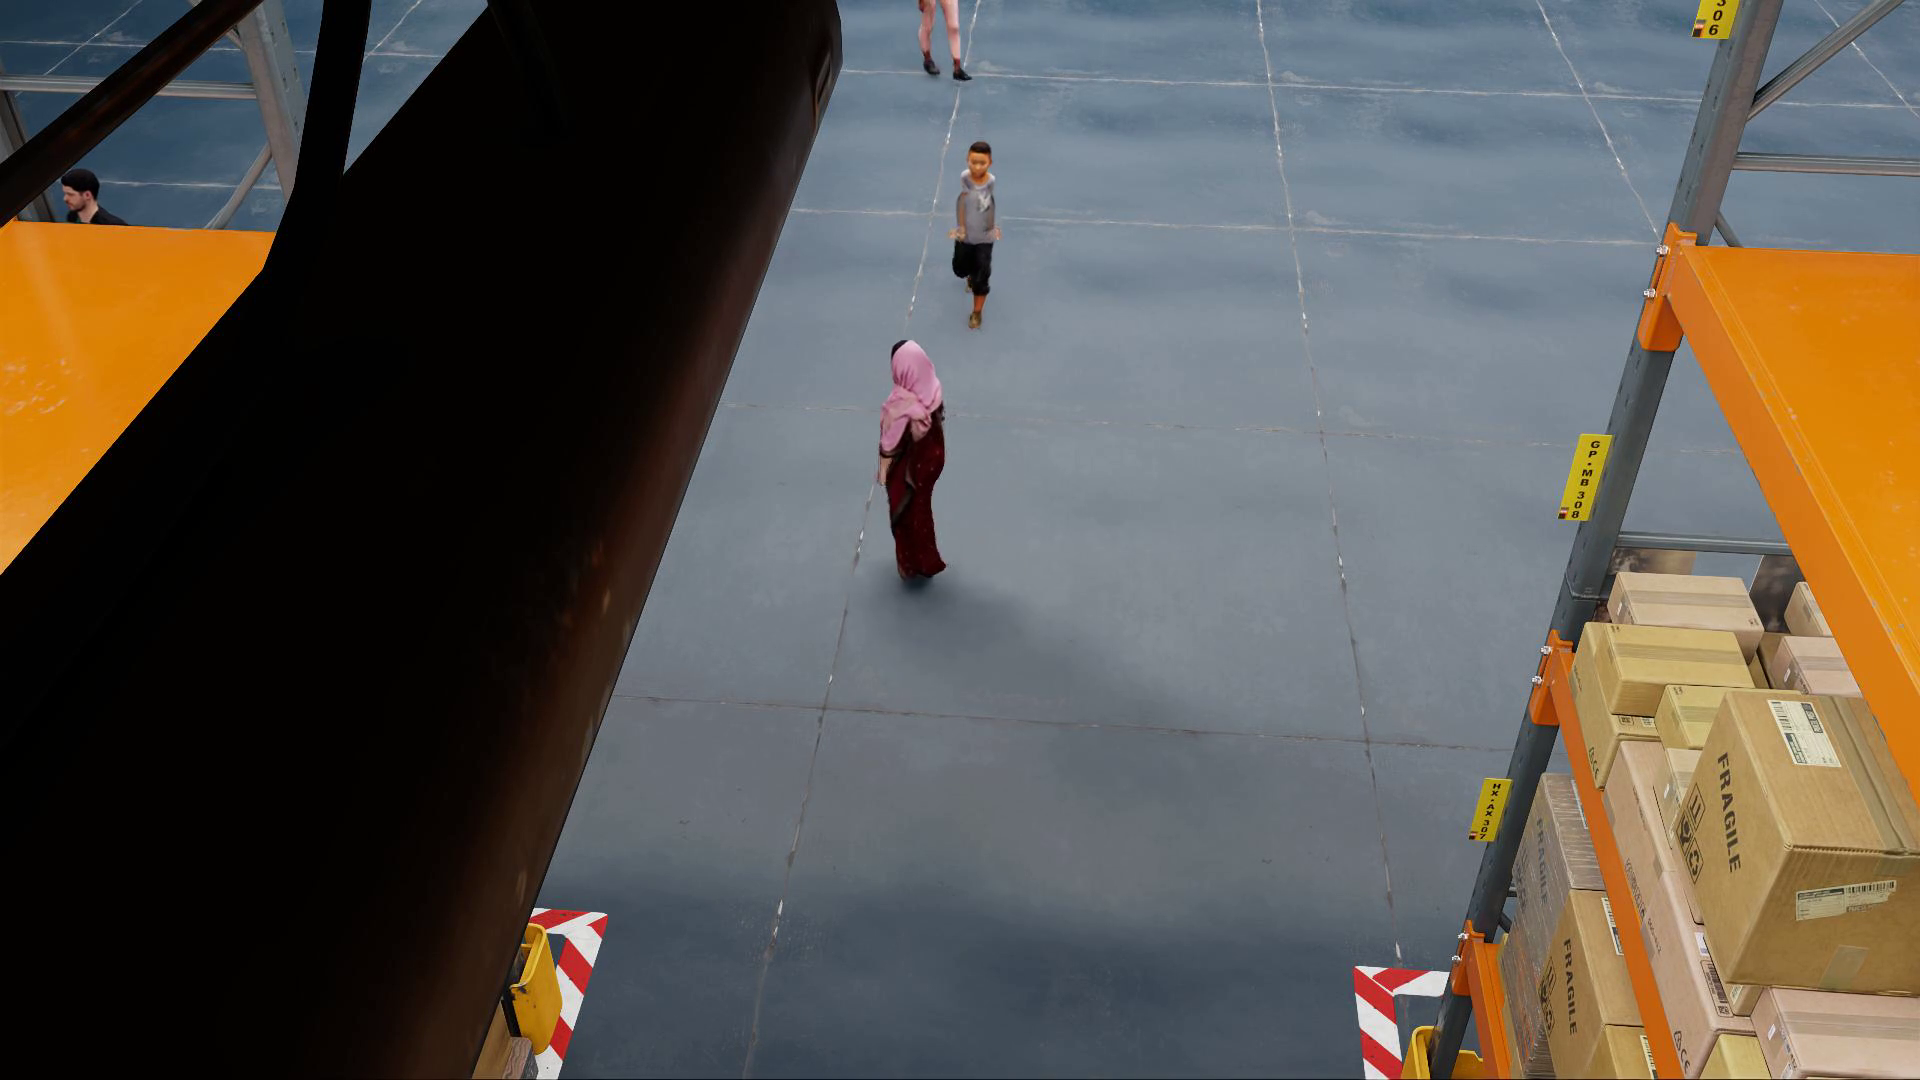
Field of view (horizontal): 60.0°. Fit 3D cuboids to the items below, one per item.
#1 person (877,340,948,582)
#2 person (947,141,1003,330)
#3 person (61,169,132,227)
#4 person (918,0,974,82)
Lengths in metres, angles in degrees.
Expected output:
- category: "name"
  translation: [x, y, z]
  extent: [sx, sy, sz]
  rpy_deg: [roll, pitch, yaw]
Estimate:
- category: "person"
  translation: [-0.207, -0.441, 9.727]
  extent: [0.890, 1.644, 0.811]
  rpy_deg: [25, 44, 28]
- category: "person"
  translation: [0.114, -2.346, 12.325]
  extent: [0.583, 1.442, 0.912]
  rpy_deg: [5, 38, 6]
- category: "person"
  translation: [-5.496, -1.570, 10.961]
  extent: [0.769, 1.901, 0.745]
  rpy_deg: [21, 43, 25]
- category: "person"
  translation: [-0.280, -5.247, 15.828]
  extent: [0.972, 1.696, 1.076]
  rpy_deg: [-21, 43, -24]
